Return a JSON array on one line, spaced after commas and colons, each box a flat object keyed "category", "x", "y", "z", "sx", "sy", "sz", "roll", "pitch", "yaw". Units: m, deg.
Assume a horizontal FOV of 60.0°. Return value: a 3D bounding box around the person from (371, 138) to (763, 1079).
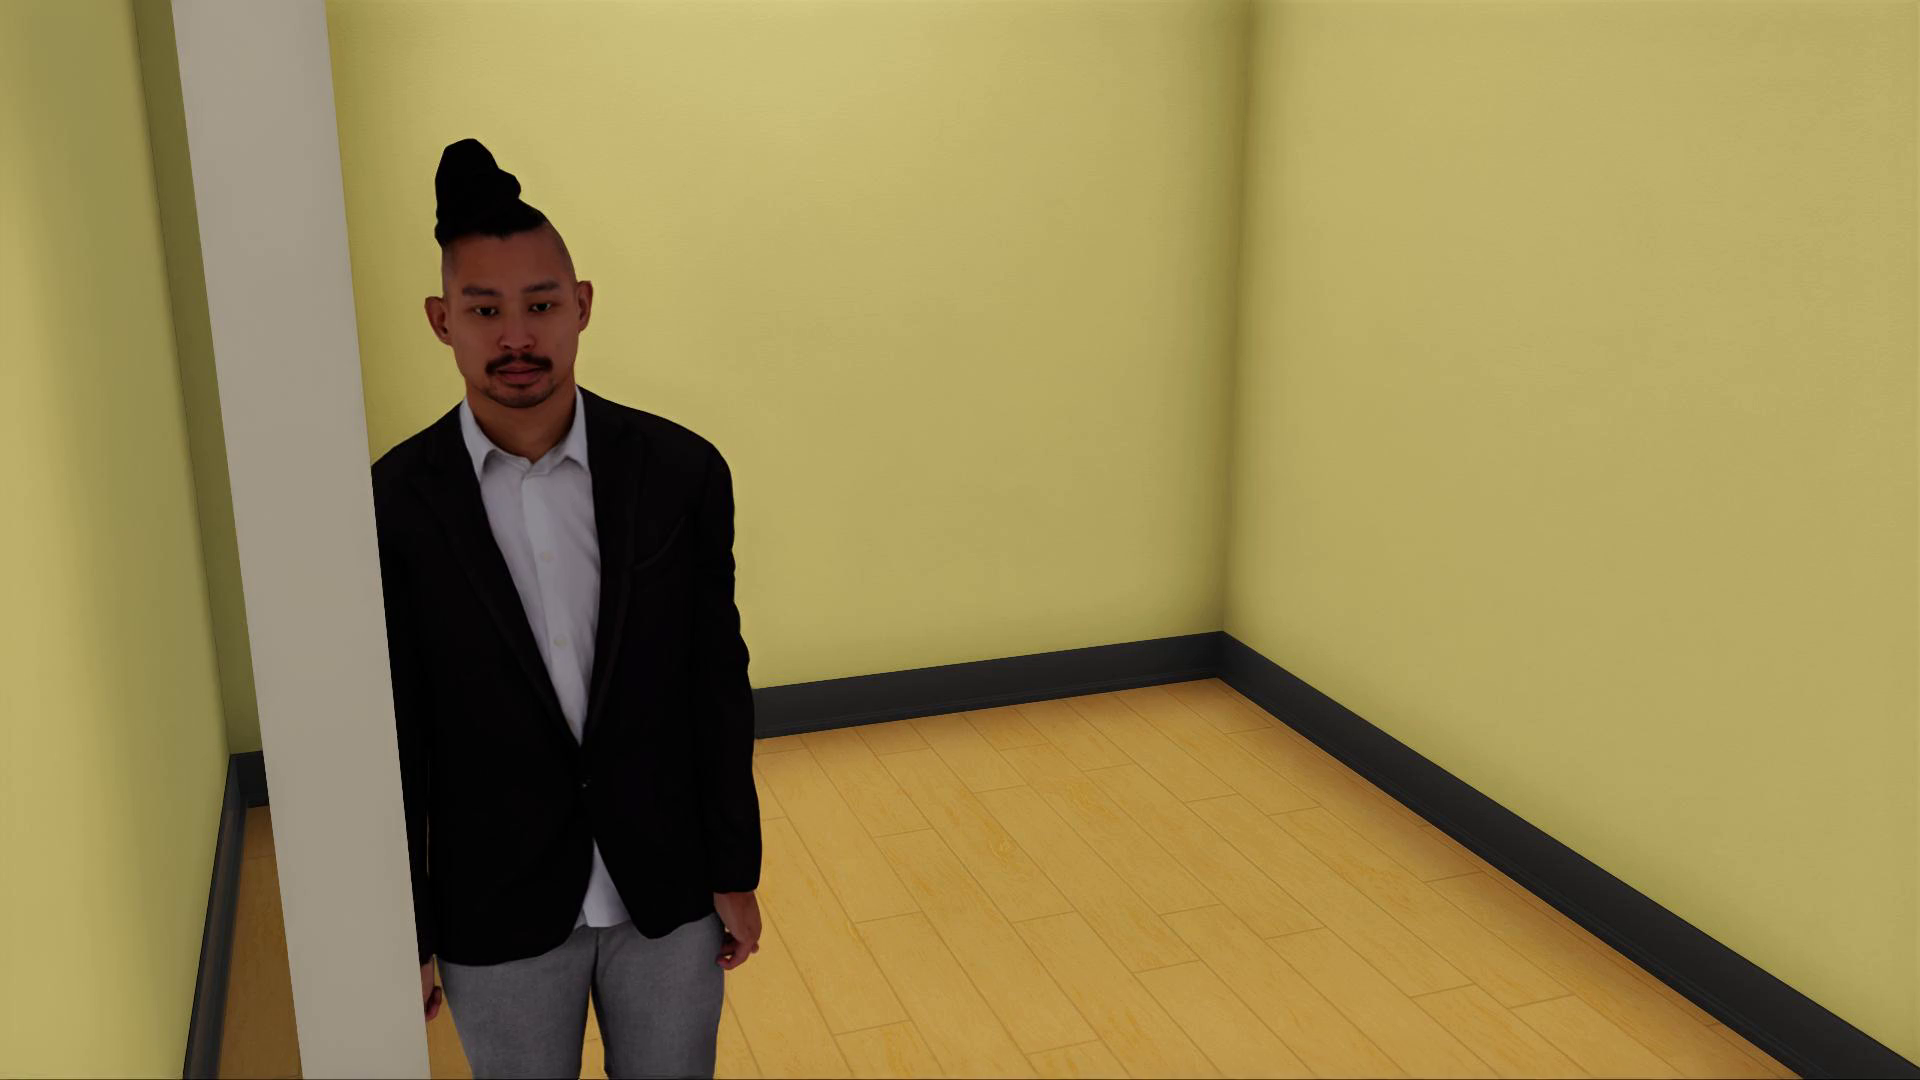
[{"category": "person", "x": -0.550, "y": 0.433, "z": 2.341, "sx": 0.523, "sy": 1.952, "sz": 0.760, "roll": -6, "pitch": 17, "yaw": -20}]
